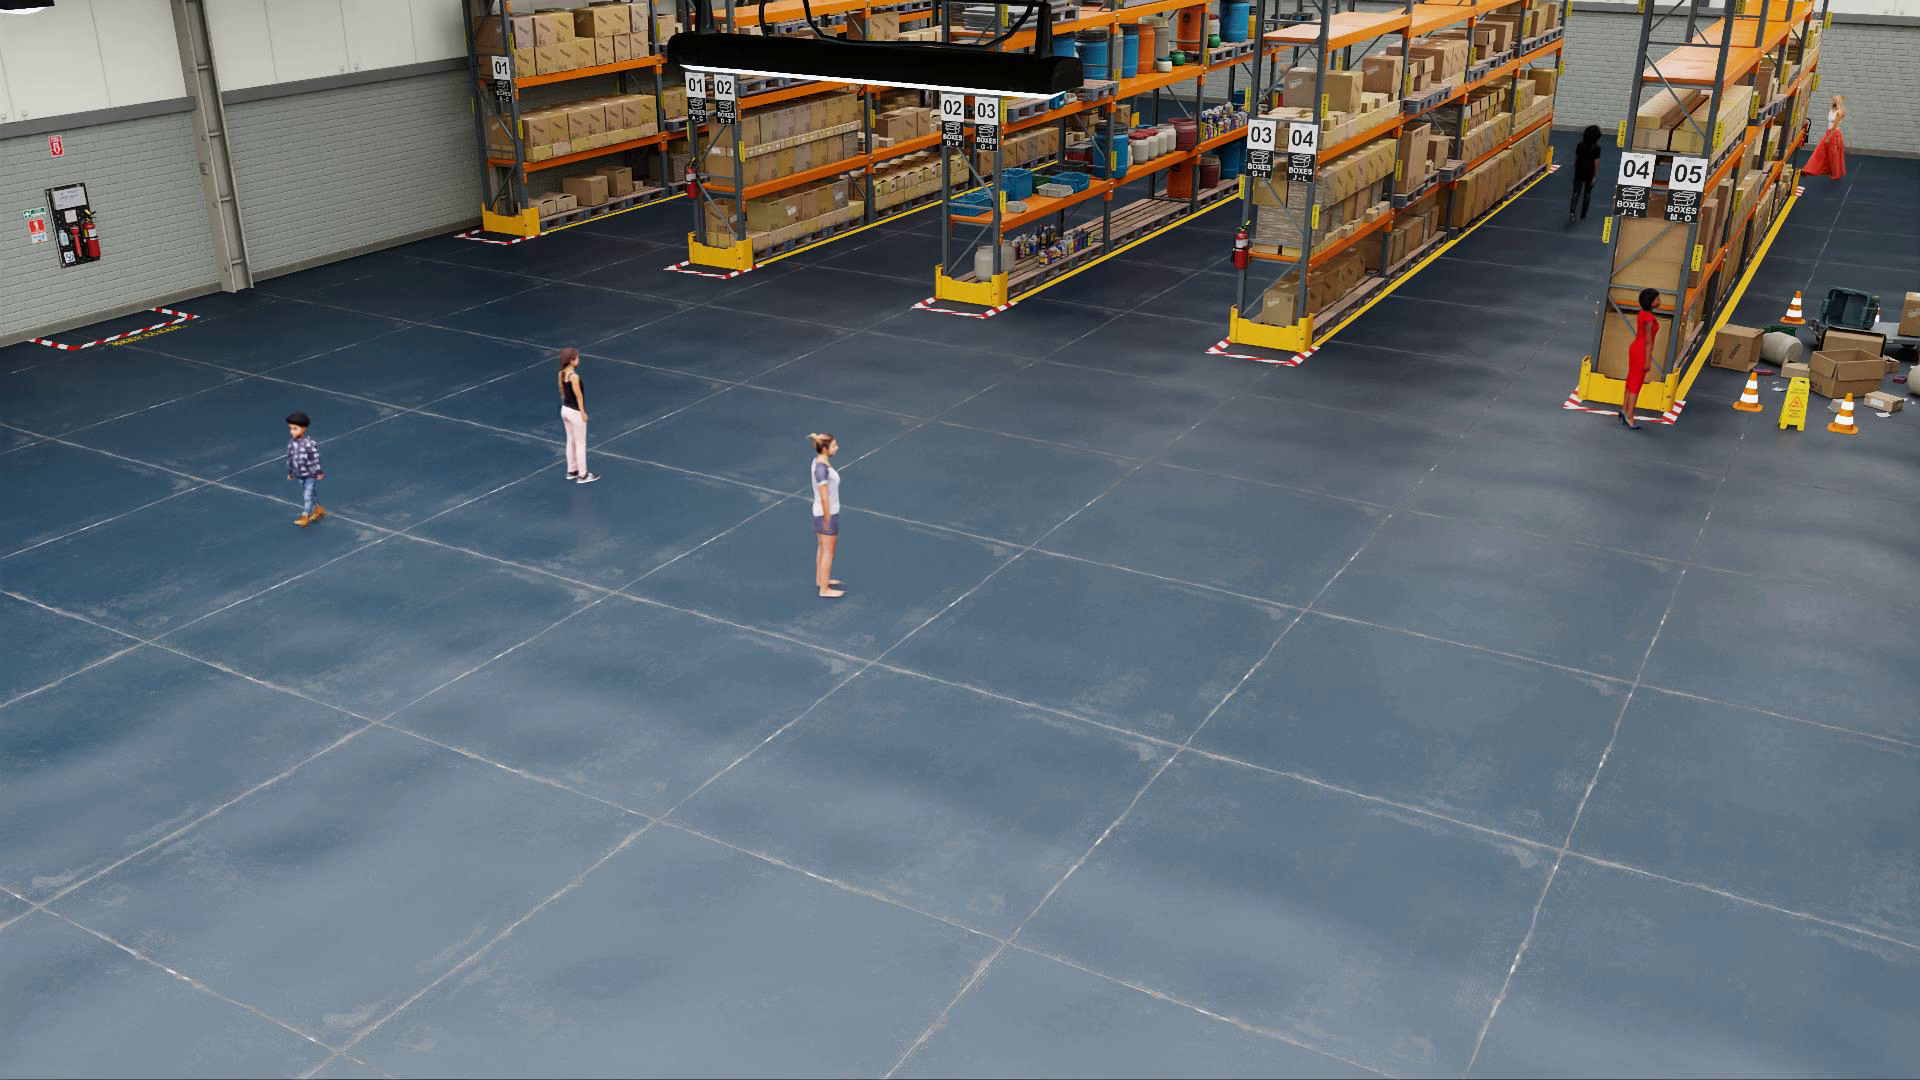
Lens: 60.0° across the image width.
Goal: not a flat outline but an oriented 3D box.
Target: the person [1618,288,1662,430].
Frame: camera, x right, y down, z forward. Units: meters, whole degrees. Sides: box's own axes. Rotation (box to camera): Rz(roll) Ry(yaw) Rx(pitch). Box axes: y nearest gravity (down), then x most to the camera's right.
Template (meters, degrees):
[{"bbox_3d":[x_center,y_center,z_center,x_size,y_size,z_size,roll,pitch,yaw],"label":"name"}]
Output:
[{"bbox_3d":[8.407,-2.258,20.576,0.689,1.743,0.555,3,23,8],"label":"person"}]

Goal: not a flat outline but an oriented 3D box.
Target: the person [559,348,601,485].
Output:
[{"bbox_3d":[-4.374,-1.424,18.842,0.577,1.564,0.585,-21,31,-40],"label":"person"}]

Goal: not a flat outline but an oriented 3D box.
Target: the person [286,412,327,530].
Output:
[{"bbox_3d":[-6.942,-0.760,17.721,0.600,1.220,0.850,6,24,15],"label":"person"}]

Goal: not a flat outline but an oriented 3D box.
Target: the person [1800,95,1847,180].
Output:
[{"bbox_3d":[18.521,-8.450,35.131,1.155,1.747,1.256,-1,23,-3],"label":"person"}]

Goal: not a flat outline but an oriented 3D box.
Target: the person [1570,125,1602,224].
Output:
[{"bbox_3d":[11.743,-6.877,31.369,0.650,1.797,1.062,16,28,32],"label":"person"}]

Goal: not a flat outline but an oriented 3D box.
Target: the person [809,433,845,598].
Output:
[{"bbox_3d":[-1.299,-0.257,16.025,0.713,1.623,0.638,-4,23,-10],"label":"person"}]

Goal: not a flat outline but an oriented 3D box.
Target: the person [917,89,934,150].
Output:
[{"bbox_3d":[-0.844,-9.907,38.718,0.684,1.622,0.976,17,28,34],"label":"person"}]
